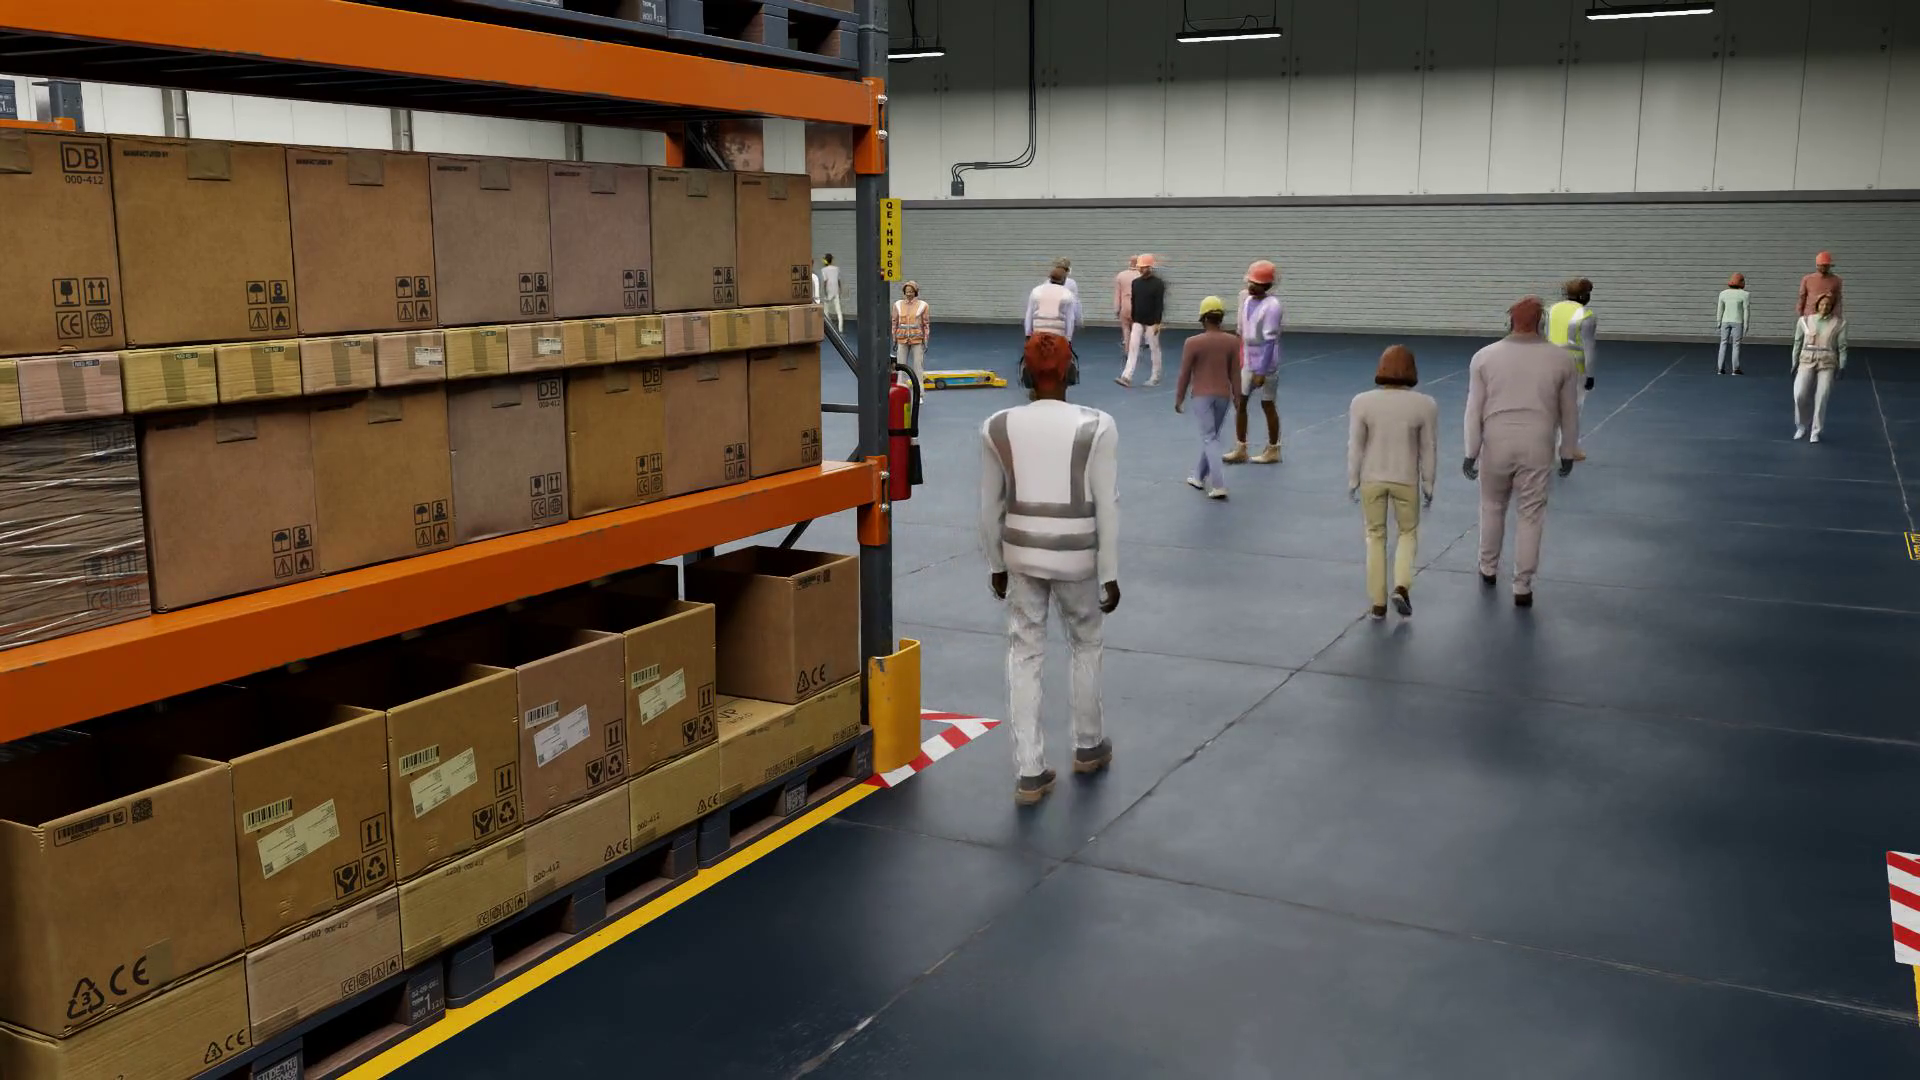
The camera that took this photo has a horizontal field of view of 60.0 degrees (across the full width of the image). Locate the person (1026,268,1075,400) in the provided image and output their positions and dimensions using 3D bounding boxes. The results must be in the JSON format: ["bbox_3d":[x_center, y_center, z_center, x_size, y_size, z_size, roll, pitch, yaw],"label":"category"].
[{"bbox_3d":[1.198,-2.725,22.278,0.677,1.804,0.689,3,11,14],"label":"person"}]

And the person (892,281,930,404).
[{"bbox_3d":[-0.658,-2.621,22.141,0.513,1.637,0.309,2,11,11],"label":"person"}]

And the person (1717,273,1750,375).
[{"bbox_3d":[12.475,-3.481,26.835,0.268,1.632,0.507,-9,14,-41],"label":"person"}]

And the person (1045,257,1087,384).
[{"bbox_3d":[1.613,-3.208,24.585,0.733,1.917,0.643,-6,12,-31],"label":"person"}]

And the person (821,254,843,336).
[{"bbox_3d":[-2.895,-5.491,37.302,0.579,1.808,1.005,-7,13,-35],"label":"person"}]

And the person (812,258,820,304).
[{"bbox_3d":[-2.538,-3.829,28.058,0.362,1.883,0.575,2,11,9],"label":"person"}]

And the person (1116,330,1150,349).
[{"bbox_3d":[3.458,-4.630,32.683,0.909,1.783,0.624,-3,11,-18],"label":"person"}]

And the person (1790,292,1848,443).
[{"bbox_3d":[9.280,-1.859,17.974,0.548,1.625,0.389,7,12,33],"label":"person"}]

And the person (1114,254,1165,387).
[{"bbox_3d":[2.662,-3.199,24.414,0.652,1.951,0.961,9,14,42],"label":"person"}]

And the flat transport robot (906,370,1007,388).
[{"bbox_3d":[-0.093,-2.385,24.578,1.431,0.197,0.652,-4,11,-20],"label":"flat transport robot"}]

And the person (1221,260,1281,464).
[{"bbox_3d":[2.876,-1.705,16.155,0.742,1.995,0.644,-5,11,-24],"label":"person"}]

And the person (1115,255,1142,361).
[{"bbox_3d":[3.144,-4.134,29.739,0.671,1.871,0.847,4,11,20],"label":"person"}]

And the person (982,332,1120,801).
[{"bbox_3d":[0.403,0.082,6.799,0.590,1.853,0.829,4,11,19],"label":"person"}]

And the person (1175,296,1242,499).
[{"bbox_3d":[2.147,-1.237,14.363,0.540,1.714,0.903,-3,11,-18],"label":"person"}]

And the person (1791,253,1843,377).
[{"bbox_3d":[13.532,-3.525,26.205,0.662,1.972,0.533,3,11,18],"label":"person"}]

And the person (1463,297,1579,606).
[{"bbox_3d":[3.490,-0.574,10.376,0.678,1.856,0.980,3,11,17],"label":"person"}]

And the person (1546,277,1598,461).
[{"bbox_3d":[6.063,-1.685,16.507,0.445,1.831,0.650,-4,11,-20],"label":"person"}]

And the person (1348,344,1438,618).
[{"bbox_3d":[2.514,-0.332,9.711,0.500,1.621,0.360,3,11,17],"label":"person"}]

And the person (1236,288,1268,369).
[{"bbox_3d":[4.630,-3.384,26.041,0.557,1.734,0.712,-4,11,-20],"label":"person"}]
